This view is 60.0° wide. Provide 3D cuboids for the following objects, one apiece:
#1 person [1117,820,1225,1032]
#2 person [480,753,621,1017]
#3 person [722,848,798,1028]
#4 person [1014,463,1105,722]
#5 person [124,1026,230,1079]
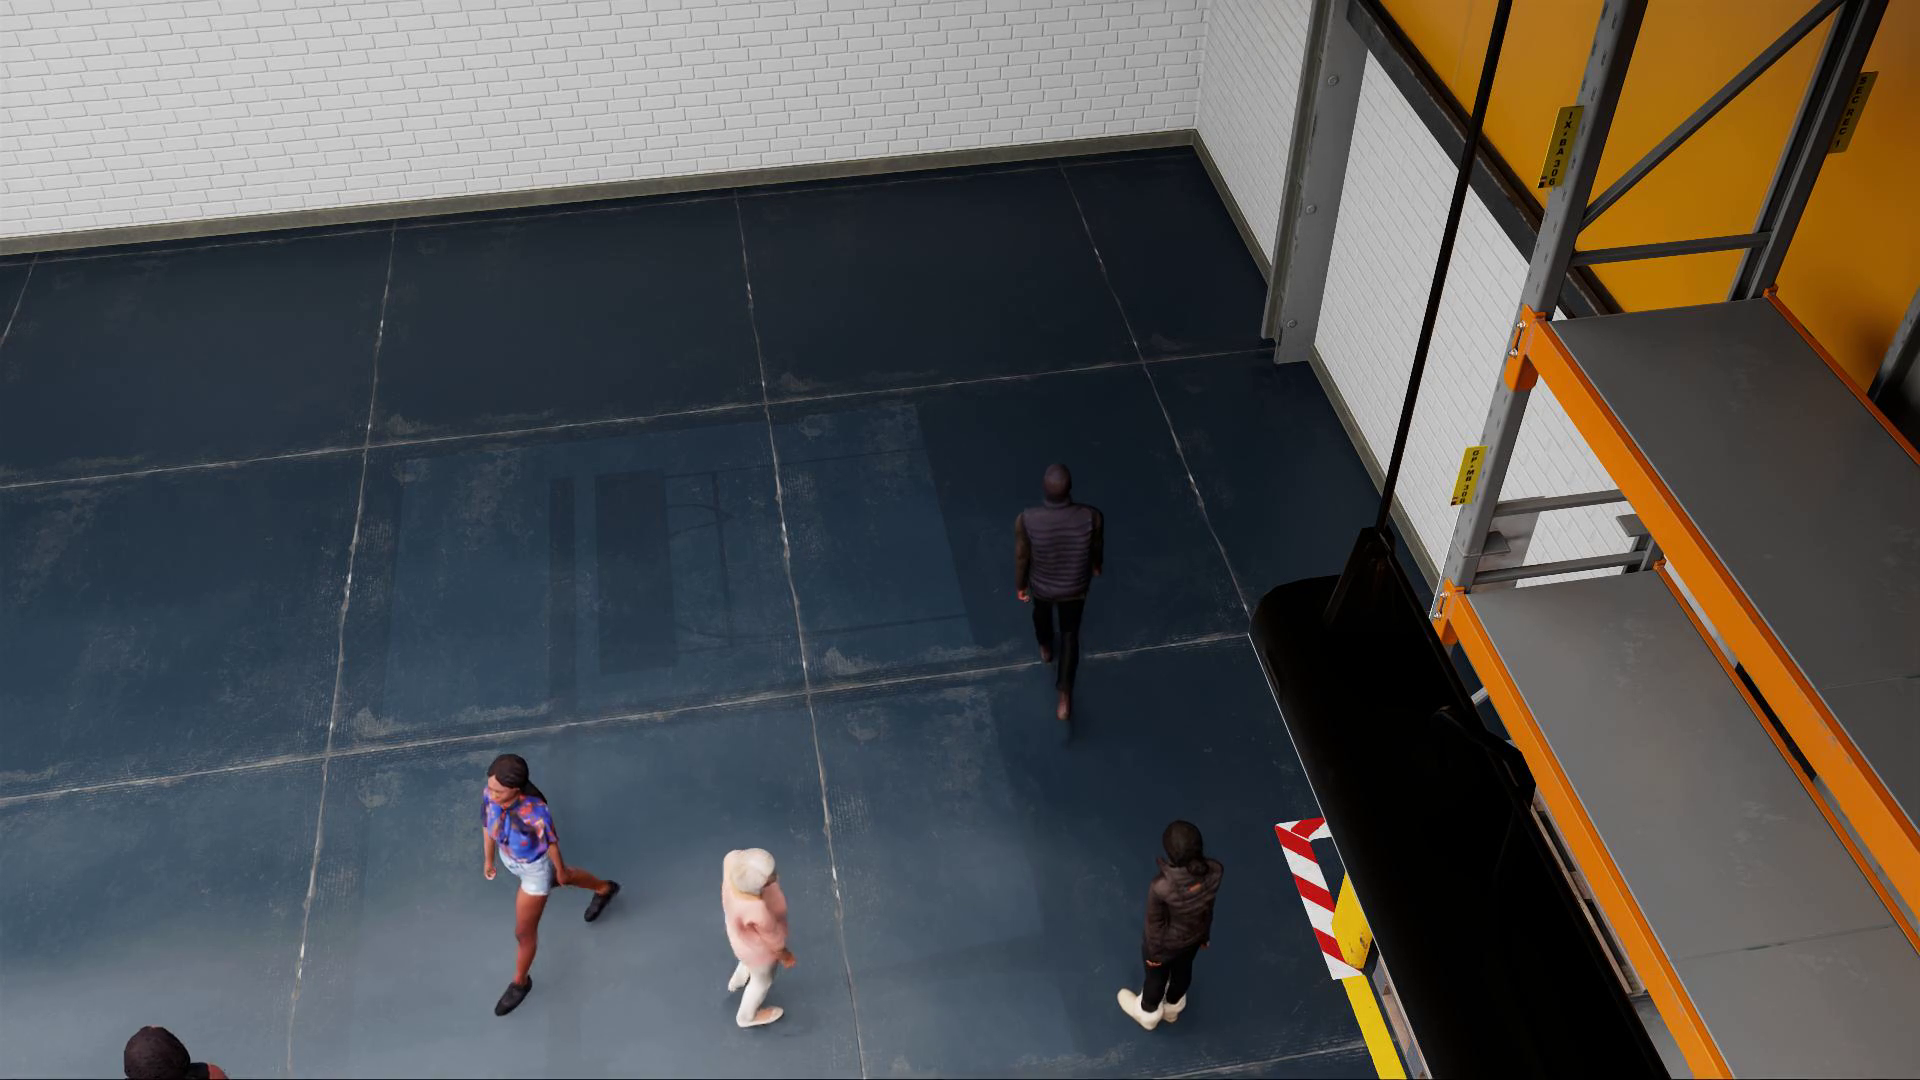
[{"bbox_3d":[1.094,2.002,8.431,0.695,1.661,0.643,-8,44,-8],"label":"person"},{"bbox_3d":[-2.185,1.657,8.768,1.140,1.695,1.183,27,50,25],"label":"person"},{"bbox_3d":[-1.058,1.996,8.419,0.810,1.686,0.612,-27,50,-26],"label":"person"},{"bbox_3d":[0.609,0.317,10.094,0.876,1.806,1.224,2,44,2],"label":"person"},{"bbox_3d":[-3.434,2.810,7.540,0.615,1.719,0.779,-8,44,-8],"label":"person"}]
